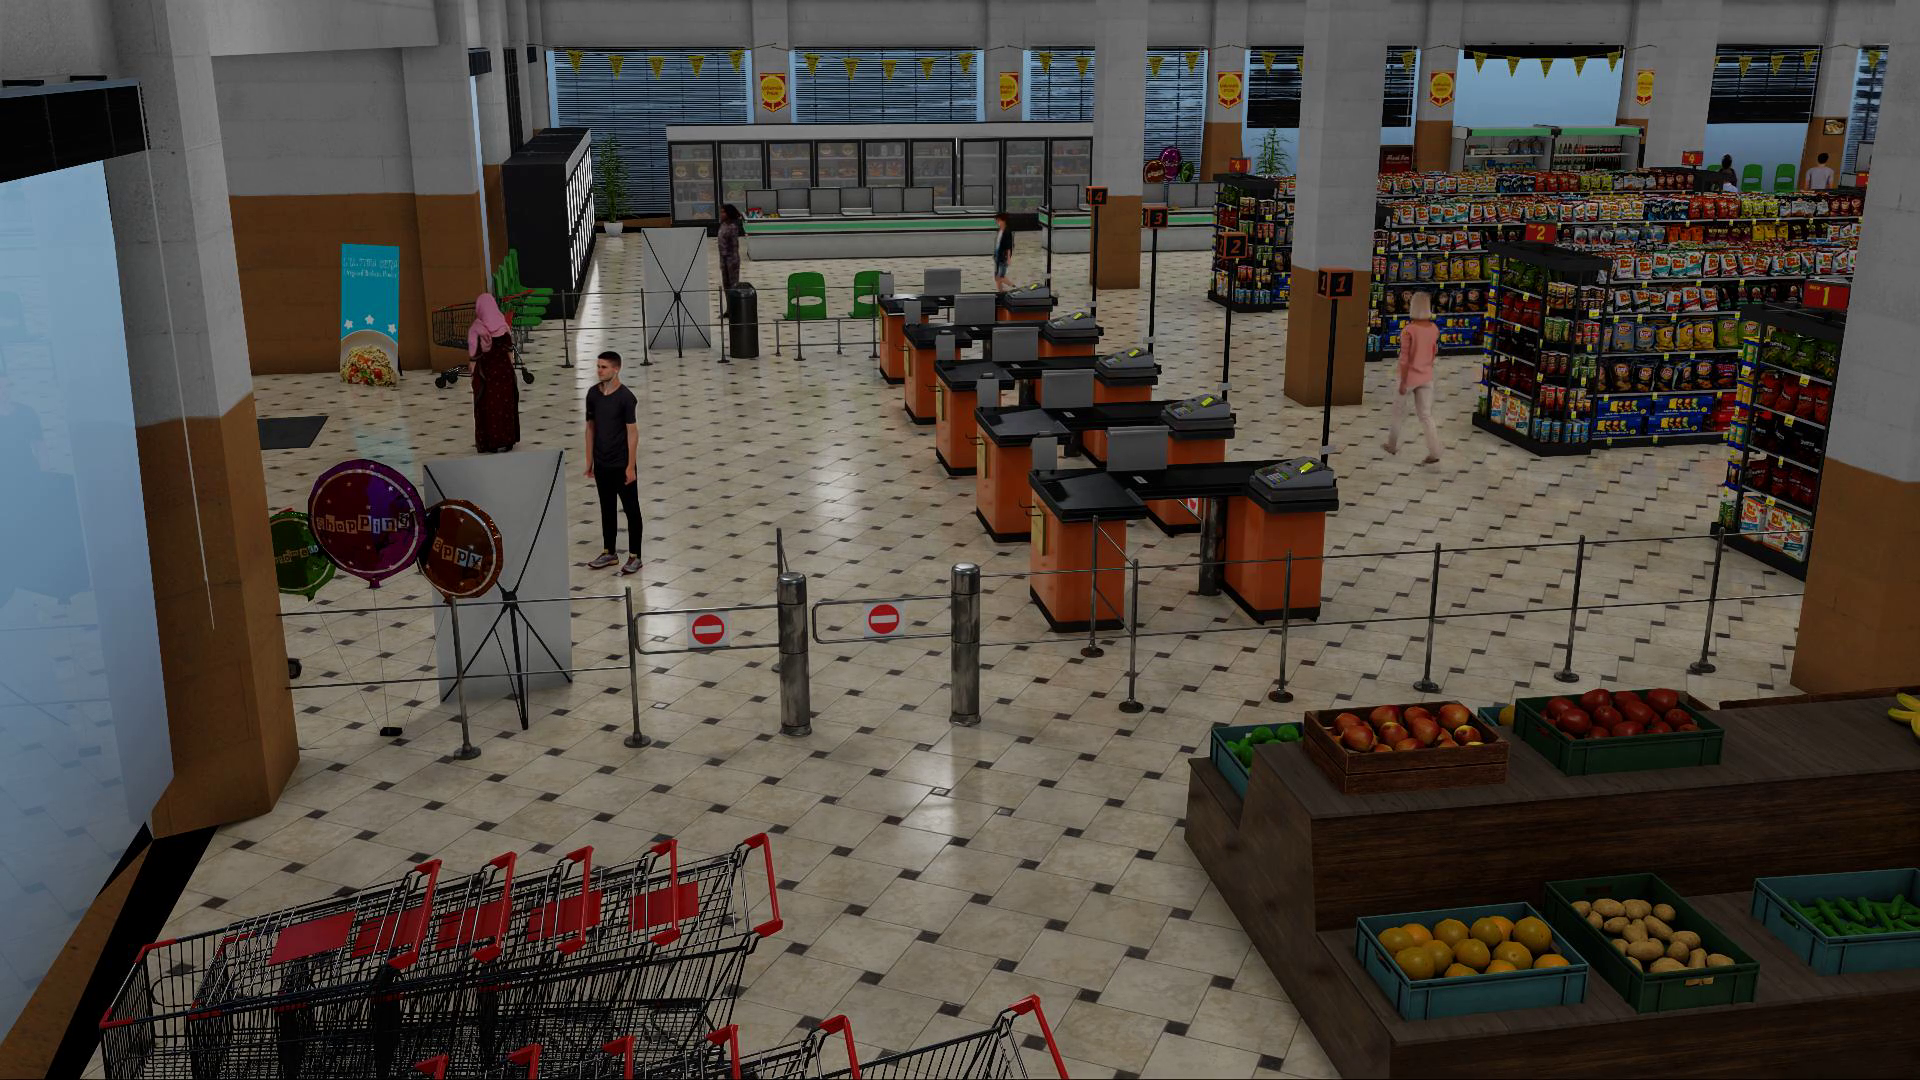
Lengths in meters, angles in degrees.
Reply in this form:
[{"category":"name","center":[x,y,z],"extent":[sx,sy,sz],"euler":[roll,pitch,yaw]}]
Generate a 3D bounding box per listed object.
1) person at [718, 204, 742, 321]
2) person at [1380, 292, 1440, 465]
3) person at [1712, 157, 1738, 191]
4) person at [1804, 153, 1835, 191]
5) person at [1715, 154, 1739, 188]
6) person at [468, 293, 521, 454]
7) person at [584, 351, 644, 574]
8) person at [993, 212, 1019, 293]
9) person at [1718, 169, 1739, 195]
[{"category":"person","center":[-3.444,-4.175,24.967],"extent":[0.694,1.713,0.665],"euler":[-13,21,-36]},{"category":"person","center":[4.541,-1.554,16.391],"extent":[1.133,1.681,0.807],"euler":[-6,18,-19]},{"category":"person","center":[15.357,-6.808,33.521],"extent":[0.677,1.782,0.776],"euler":[8,19,26]},{"category":"person","center":[17.280,-6.859,33.548],"extent":[0.691,1.863,0.801],"euler":[7,18,23]},{"category":"person","center":[15.525,-6.940,33.881],"extent":[0.632,1.826,0.788],"euler":[3,17,11]},{"category":"person","center":[-4.769,-1.711,16.984],"extent":[0.702,1.637,0.817],"euler":[-12,21,-35]},{"category":"person","center":[-2.733,-0.625,13.188],"extent":[0.681,1.765,0.779],"euler":[8,19,24]},{"category":"person","center":[0.718,-4.481,26.456],"extent":[0.757,1.435,0.637],"euler":[-8,19,-24]},{"category":"person","center":[13.695,-5.726,29.879],"extent":[0.639,1.828,0.810],"euler":[-9,19,-28]}]
